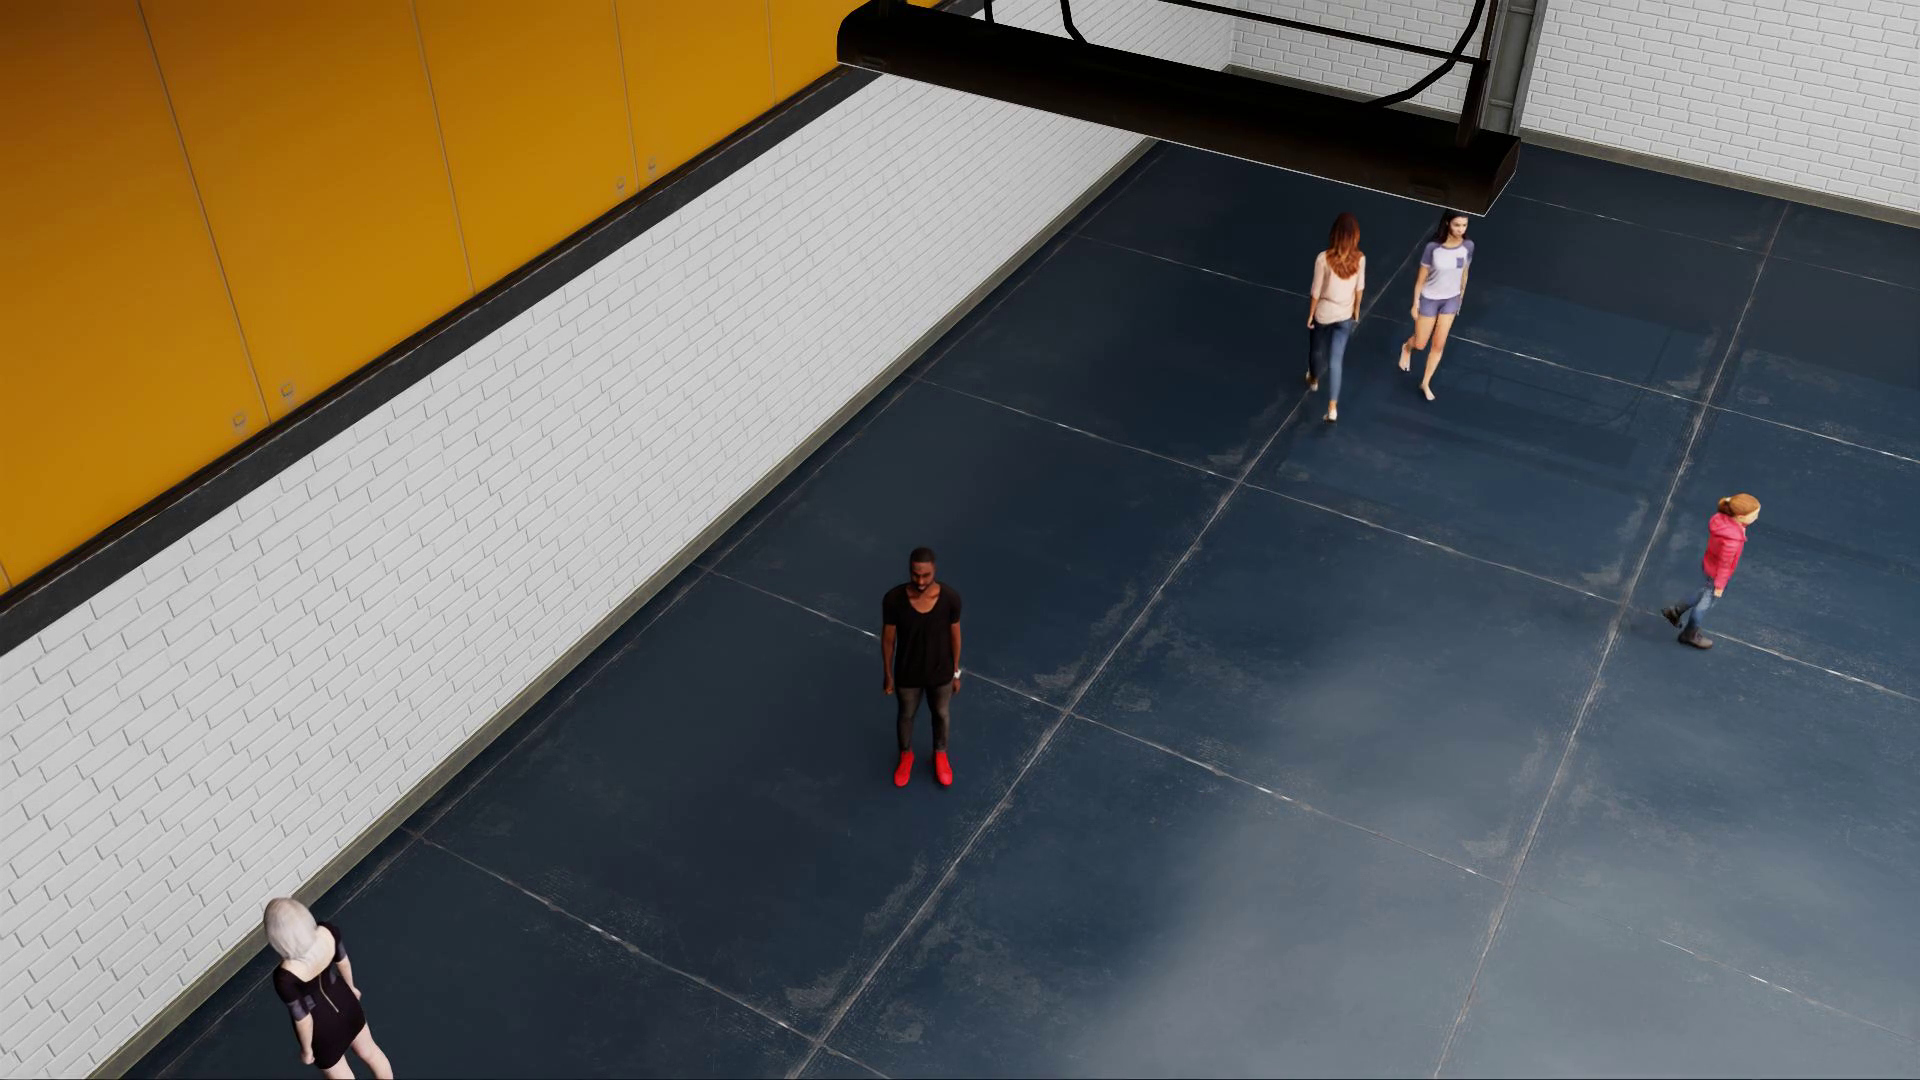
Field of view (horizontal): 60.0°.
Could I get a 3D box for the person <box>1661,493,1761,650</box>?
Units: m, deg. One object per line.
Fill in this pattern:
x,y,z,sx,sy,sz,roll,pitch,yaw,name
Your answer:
5.092,0.192,11.359,0.657,1.309,0.587,11,40,13,person

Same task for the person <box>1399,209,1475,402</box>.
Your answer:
3.932,-2.016,13.791,0.846,1.723,0.887,-5,39,-6,person

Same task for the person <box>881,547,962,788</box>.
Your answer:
-0.224,0.773,10.233,0.659,1.805,0.774,-2,39,-2,person

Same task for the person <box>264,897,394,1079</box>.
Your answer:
-3.106,2.374,8.209,0.564,1.830,0.621,12,40,15,person

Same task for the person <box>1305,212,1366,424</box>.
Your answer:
3.028,-1.762,13.448,1.152,1.754,1.035,1,39,1,person
